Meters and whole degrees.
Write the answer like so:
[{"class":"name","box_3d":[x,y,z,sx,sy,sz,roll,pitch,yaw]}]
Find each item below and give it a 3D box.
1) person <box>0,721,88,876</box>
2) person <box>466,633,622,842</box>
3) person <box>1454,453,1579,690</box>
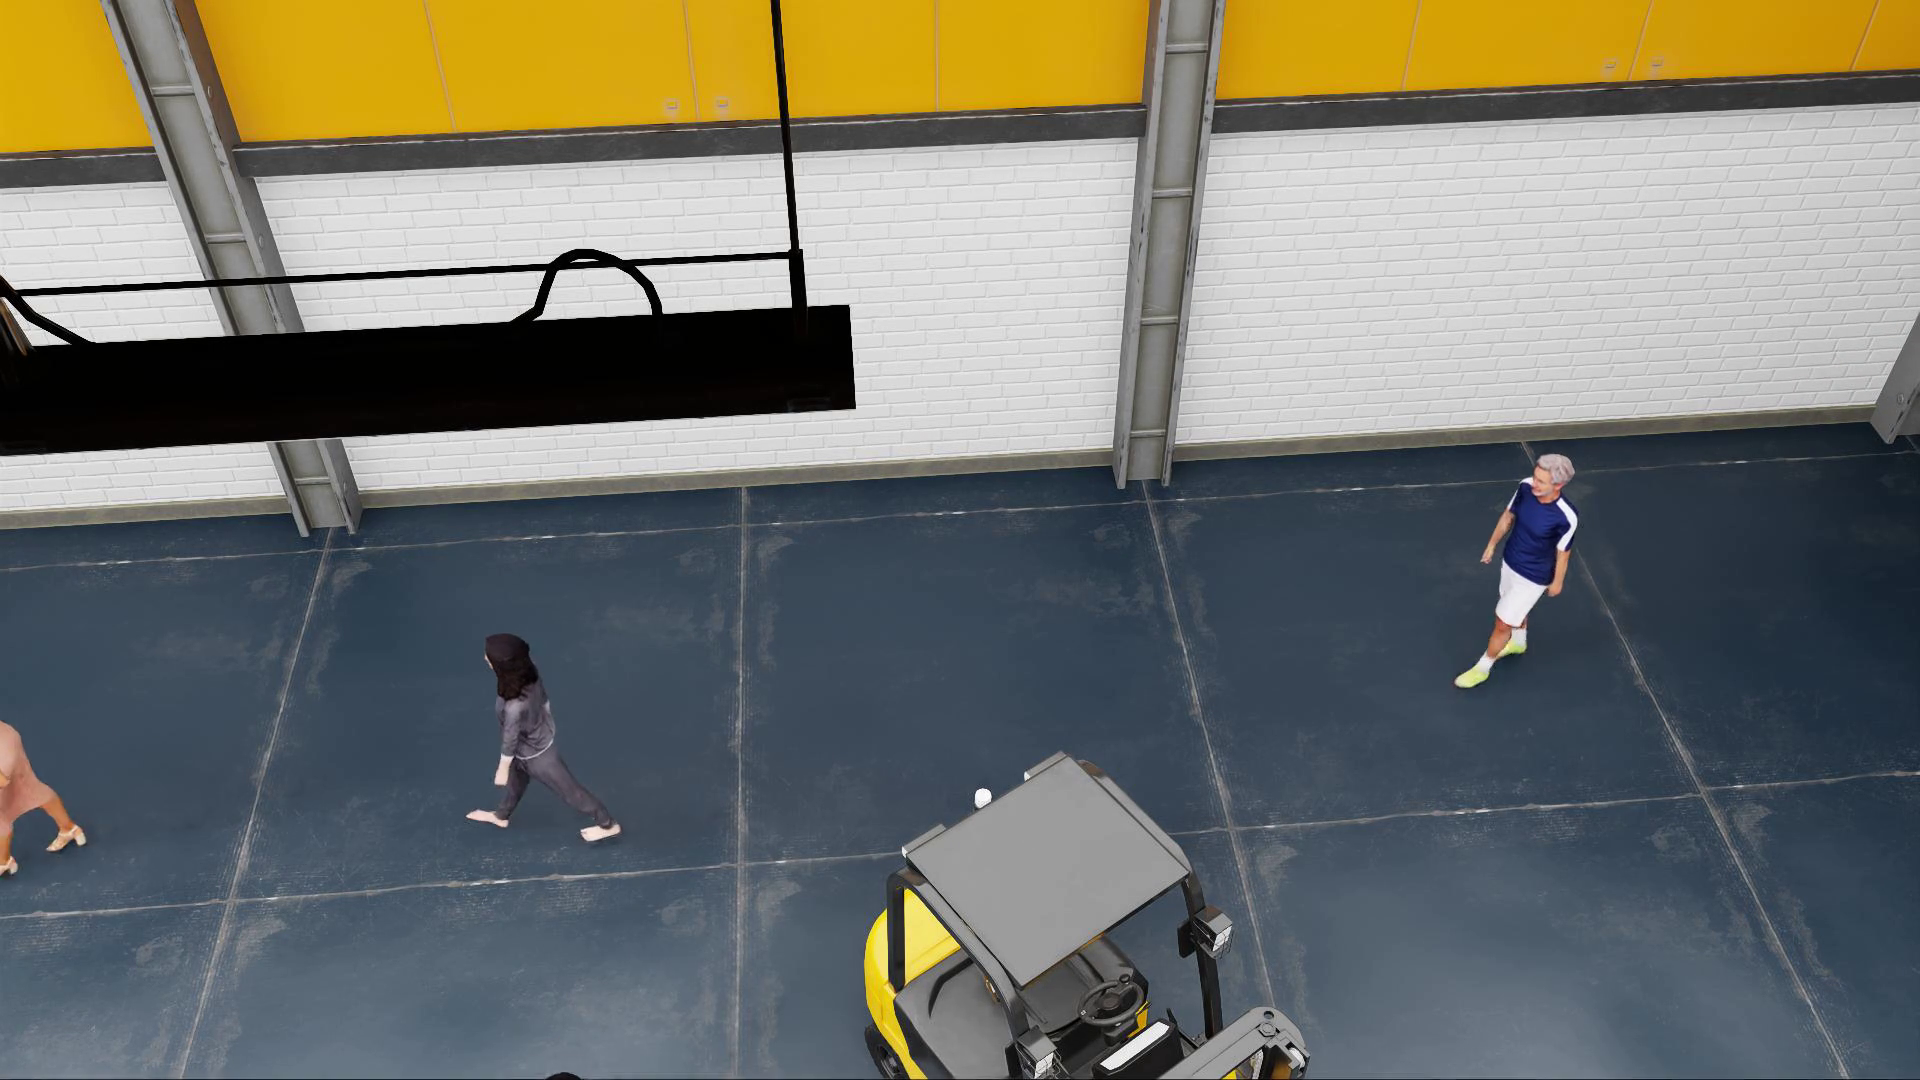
[{"class":"person","box_3d":[-5.419,1.204,9.485,0.922,1.814,0.769,-16,46,-16]},{"class":"person","box_3d":[-2.349,1.201,9.560,1.169,1.715,0.669,-1,44,-1]},{"class":"person","box_3d":[3.686,0.143,10.600,1.014,1.813,0.846,-17,46,-17]}]
